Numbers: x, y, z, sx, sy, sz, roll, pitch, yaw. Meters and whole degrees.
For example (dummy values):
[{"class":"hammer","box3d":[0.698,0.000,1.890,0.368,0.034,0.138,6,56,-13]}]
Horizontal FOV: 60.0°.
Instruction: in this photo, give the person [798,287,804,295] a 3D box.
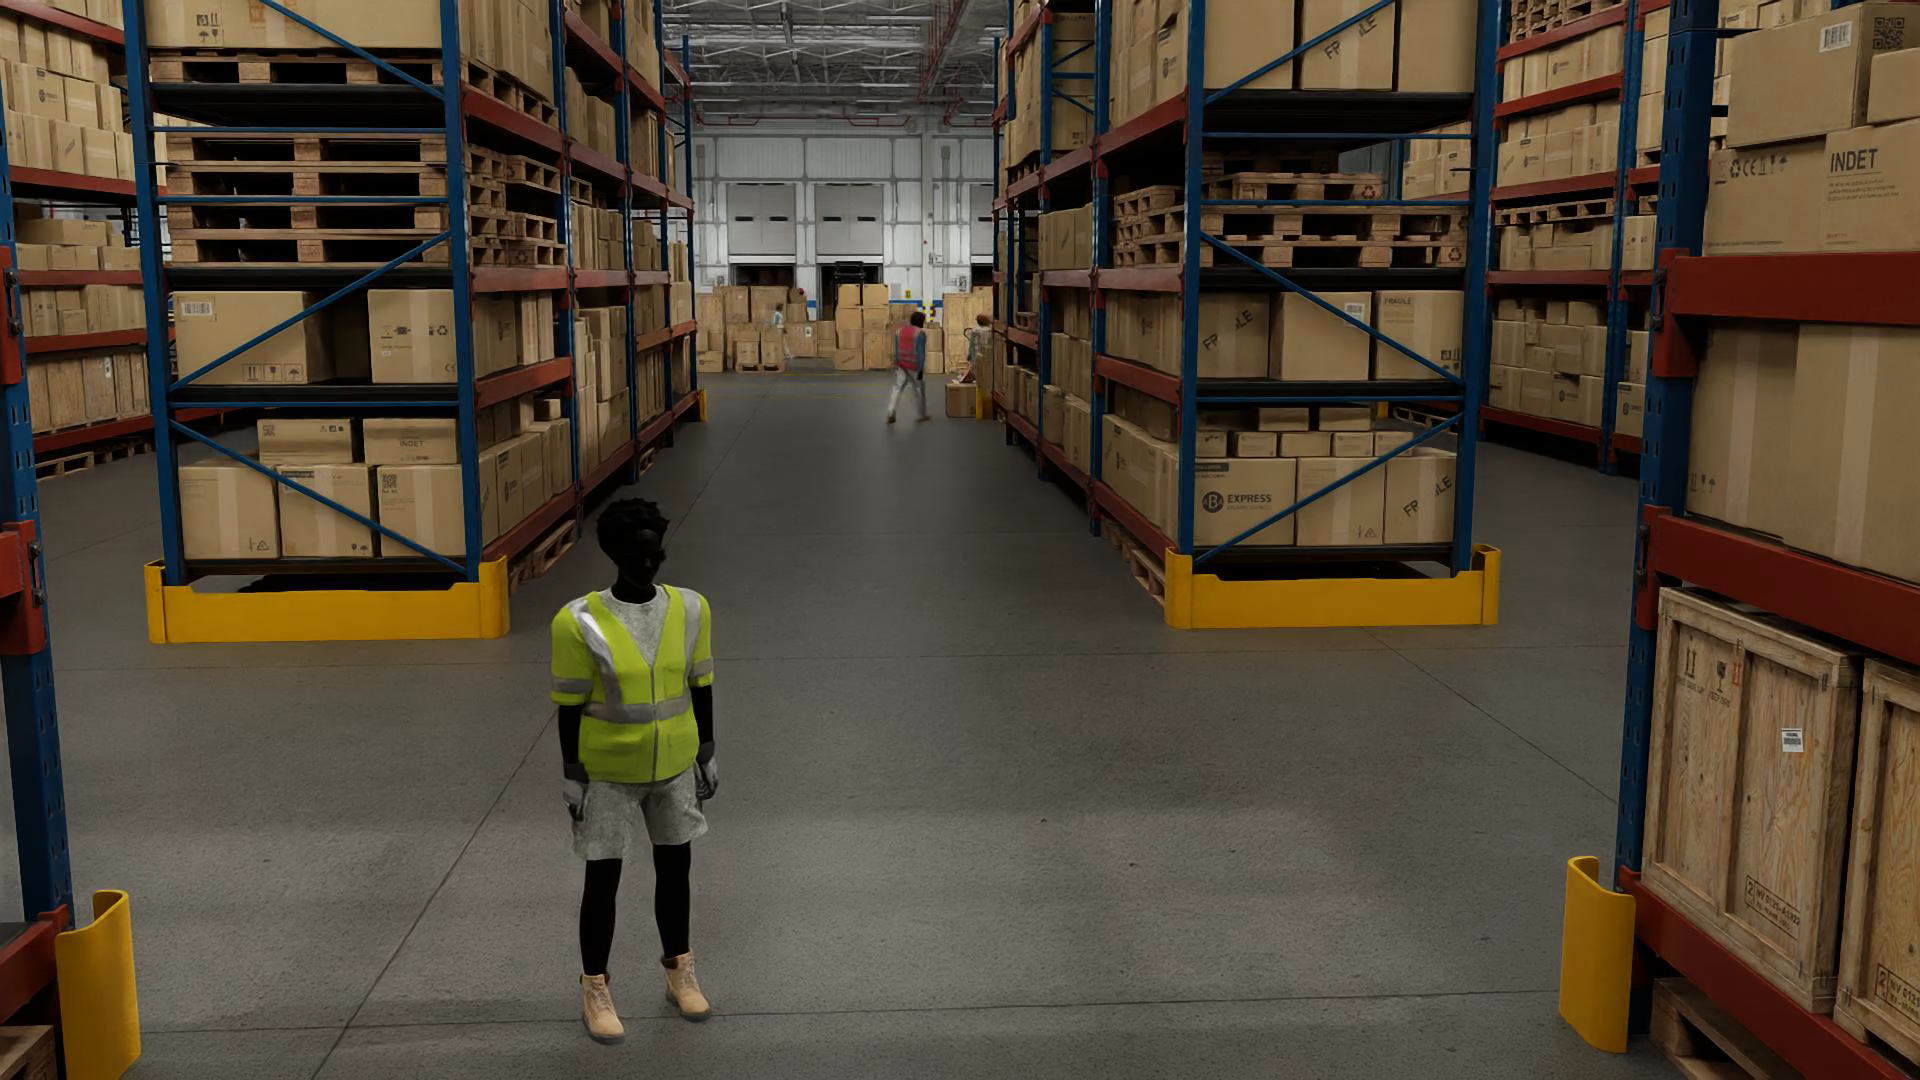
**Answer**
[{"class":"person","box3d":[-5.466,-7.709,57.195,0.378,1.932,0.551,2,9,13]}]

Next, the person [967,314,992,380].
[{"class":"person","box3d":[0.400,-3.552,32.052,0.539,1.618,0.622,-7,12,-39]}]

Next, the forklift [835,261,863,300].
[{"class":"forklift","box3d":[-3.671,-7.882,55.321,1.129,2.768,1.873,-1,9,-4]}]

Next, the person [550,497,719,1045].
[{"class":"person","box3d":[-0.998,0.702,5.158,0.536,1.692,0.319,-6,11,-33]}]

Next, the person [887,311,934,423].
[{"class":"person","box3d":[-0.816,-2.756,26.548,0.681,1.803,0.912,7,12,39]}]

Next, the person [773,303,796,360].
[{"class":"person","box3d":[-5.040,-5.821,46.416,0.851,1.594,0.513,-1,9,-4]}]

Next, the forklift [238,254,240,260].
[{"class":"forklift","box3d":[-16.140,-5.040,37.479,1.129,2.768,1.873,-1,9,-4]}]

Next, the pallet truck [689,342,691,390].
[{"class":"pallet truck","box3d":[-5.225,-3.008,27.480,1.885,1.965,0.823,2,9,14]}]
